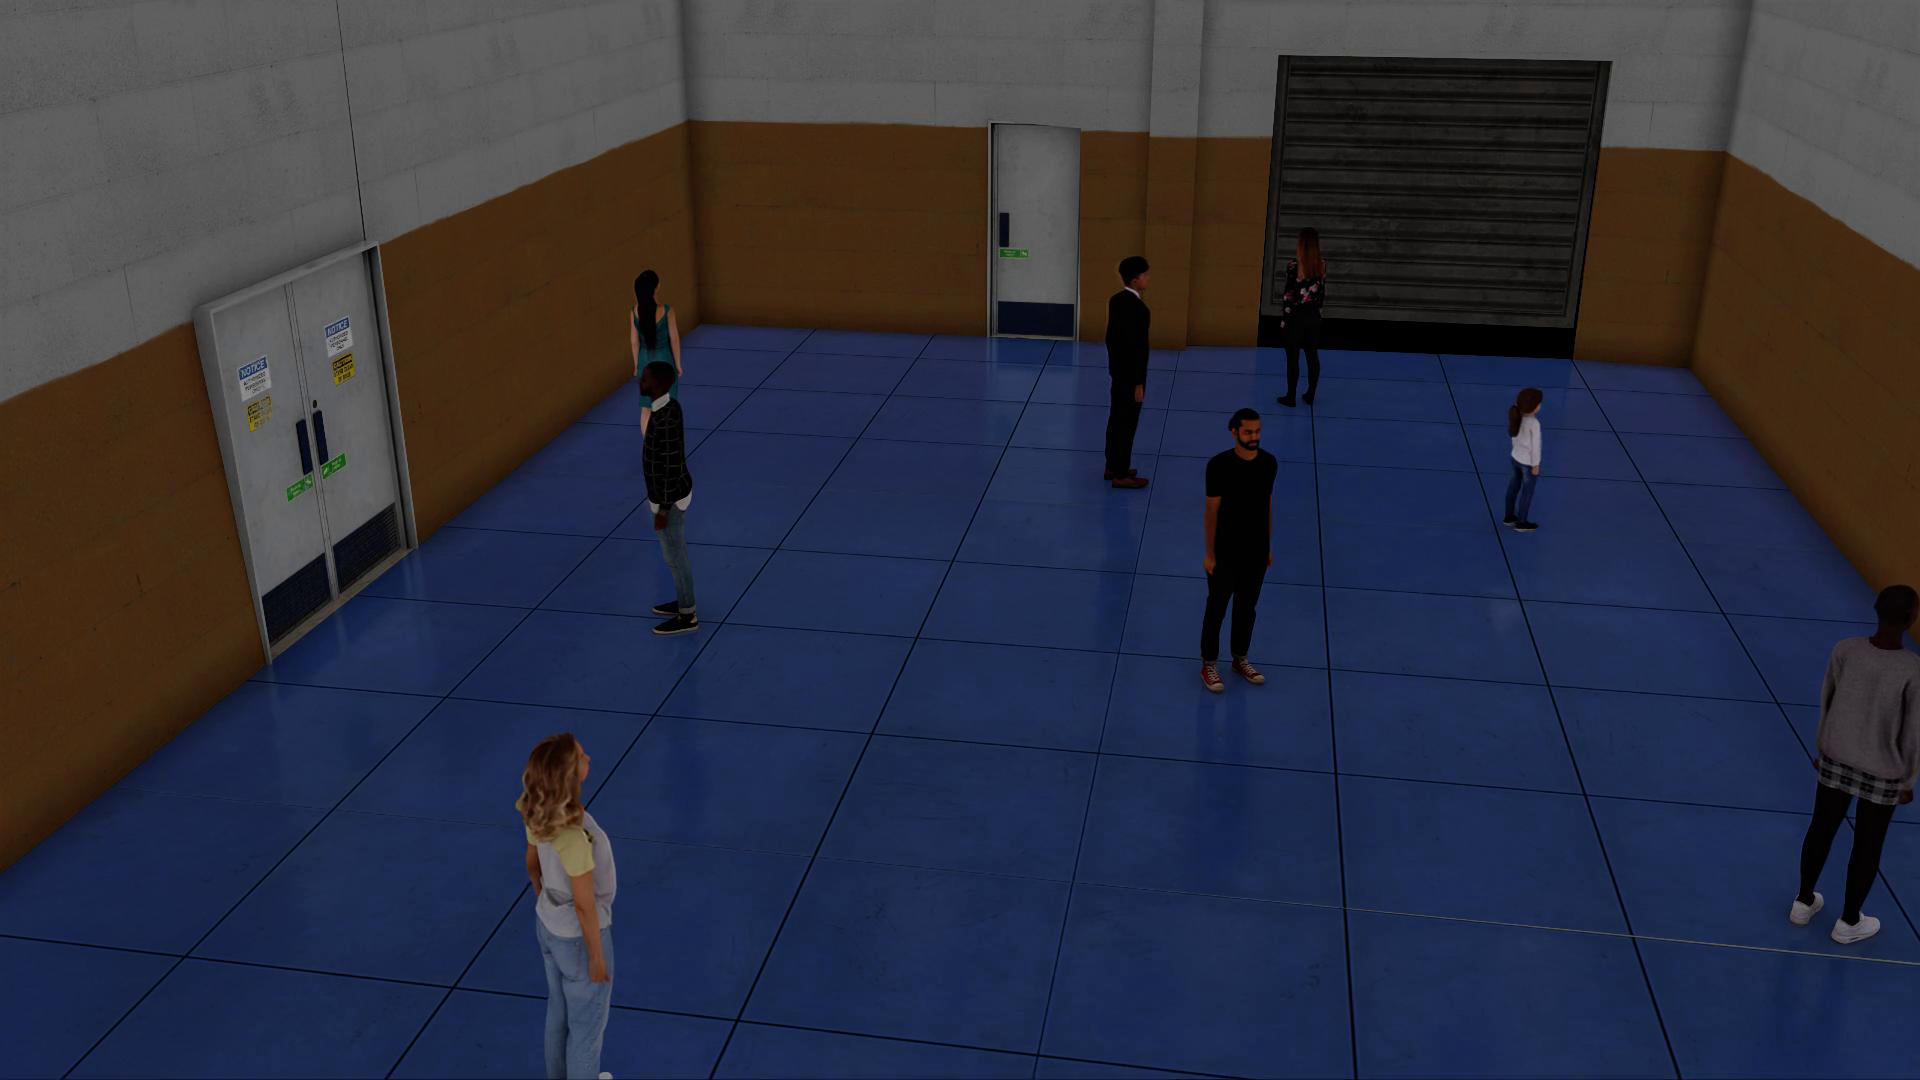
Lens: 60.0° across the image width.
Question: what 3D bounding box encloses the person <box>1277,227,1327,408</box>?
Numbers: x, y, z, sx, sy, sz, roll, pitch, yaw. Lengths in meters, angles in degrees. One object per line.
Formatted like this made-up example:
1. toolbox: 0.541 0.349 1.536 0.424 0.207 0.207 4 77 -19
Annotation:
1. person: 3.189 -2.071 15.449 0.596 1.683 0.705 -7 23 -17

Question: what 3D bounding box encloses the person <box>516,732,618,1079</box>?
1. person: -1.499 1.523 6.433 0.761 1.722 0.689 -17 27 -36

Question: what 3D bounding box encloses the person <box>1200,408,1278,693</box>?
1. person: 1.681 0.044 10.084 0.690 1.758 0.786 -9 24 -21

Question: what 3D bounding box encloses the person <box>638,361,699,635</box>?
1. person: -1.881 -0.289 10.830 0.664 1.820 0.724 -3 22 -6

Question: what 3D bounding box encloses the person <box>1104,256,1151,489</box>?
1. person: 1.339 -1.360 13.414 0.720 1.881 0.774 -6 23 -14

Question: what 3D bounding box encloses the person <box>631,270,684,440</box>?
1. person: -2.523 -1.415 13.813 0.458 1.685 0.641 1 22 3

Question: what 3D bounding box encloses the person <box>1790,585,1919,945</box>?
1. person: 4.143 1.019 7.640 0.756 1.772 0.683 -16 27 -35

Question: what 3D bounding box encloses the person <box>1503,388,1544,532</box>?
1. person: 4.275 -0.628 12.628 0.578 1.109 0.533 -7 23 -17
